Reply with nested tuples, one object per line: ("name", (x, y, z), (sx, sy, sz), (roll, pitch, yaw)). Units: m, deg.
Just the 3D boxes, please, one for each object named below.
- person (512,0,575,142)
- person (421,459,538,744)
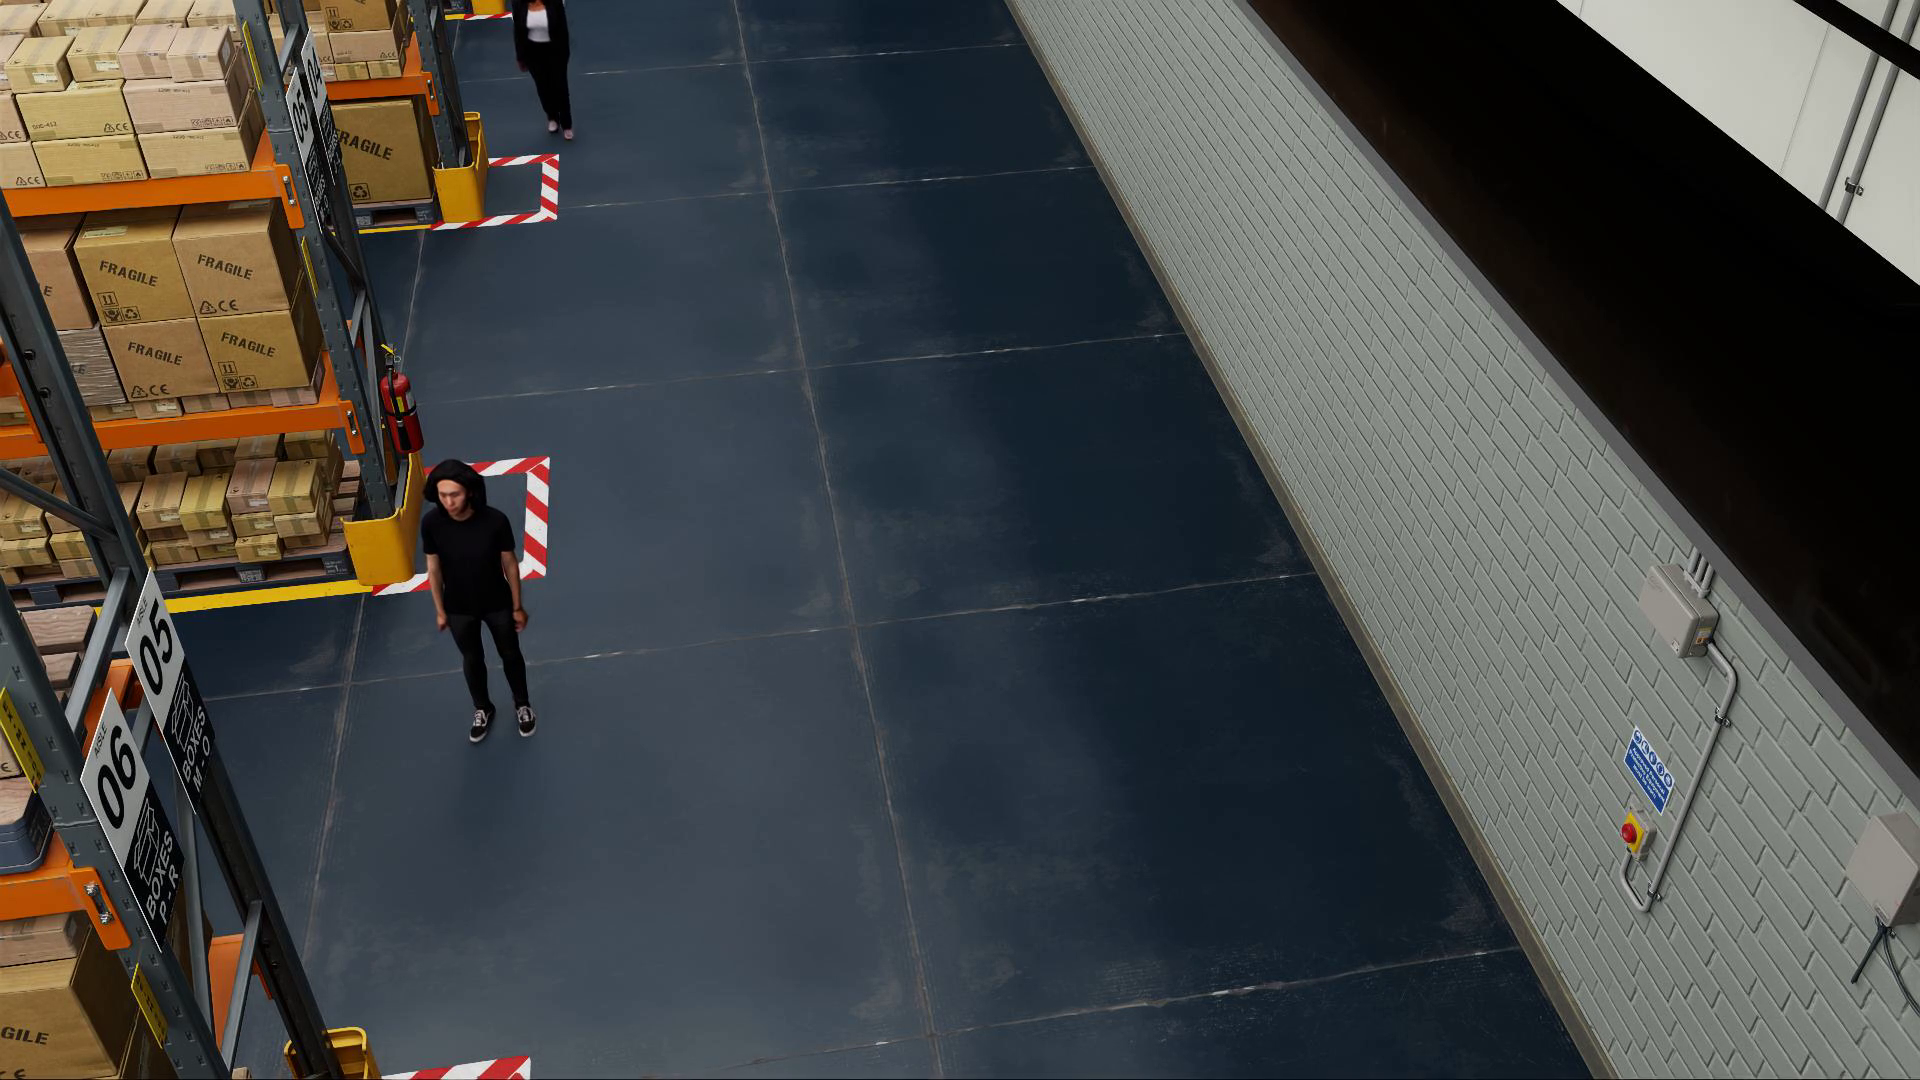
("person", (-3.848, -4.531, 15.370), (0.669, 1.598, 0.697), (-5, 38, -7))
("person", (-2.597, 0.309, 8.989), (0.472, 1.837, 0.706), (-4, 38, -5))
